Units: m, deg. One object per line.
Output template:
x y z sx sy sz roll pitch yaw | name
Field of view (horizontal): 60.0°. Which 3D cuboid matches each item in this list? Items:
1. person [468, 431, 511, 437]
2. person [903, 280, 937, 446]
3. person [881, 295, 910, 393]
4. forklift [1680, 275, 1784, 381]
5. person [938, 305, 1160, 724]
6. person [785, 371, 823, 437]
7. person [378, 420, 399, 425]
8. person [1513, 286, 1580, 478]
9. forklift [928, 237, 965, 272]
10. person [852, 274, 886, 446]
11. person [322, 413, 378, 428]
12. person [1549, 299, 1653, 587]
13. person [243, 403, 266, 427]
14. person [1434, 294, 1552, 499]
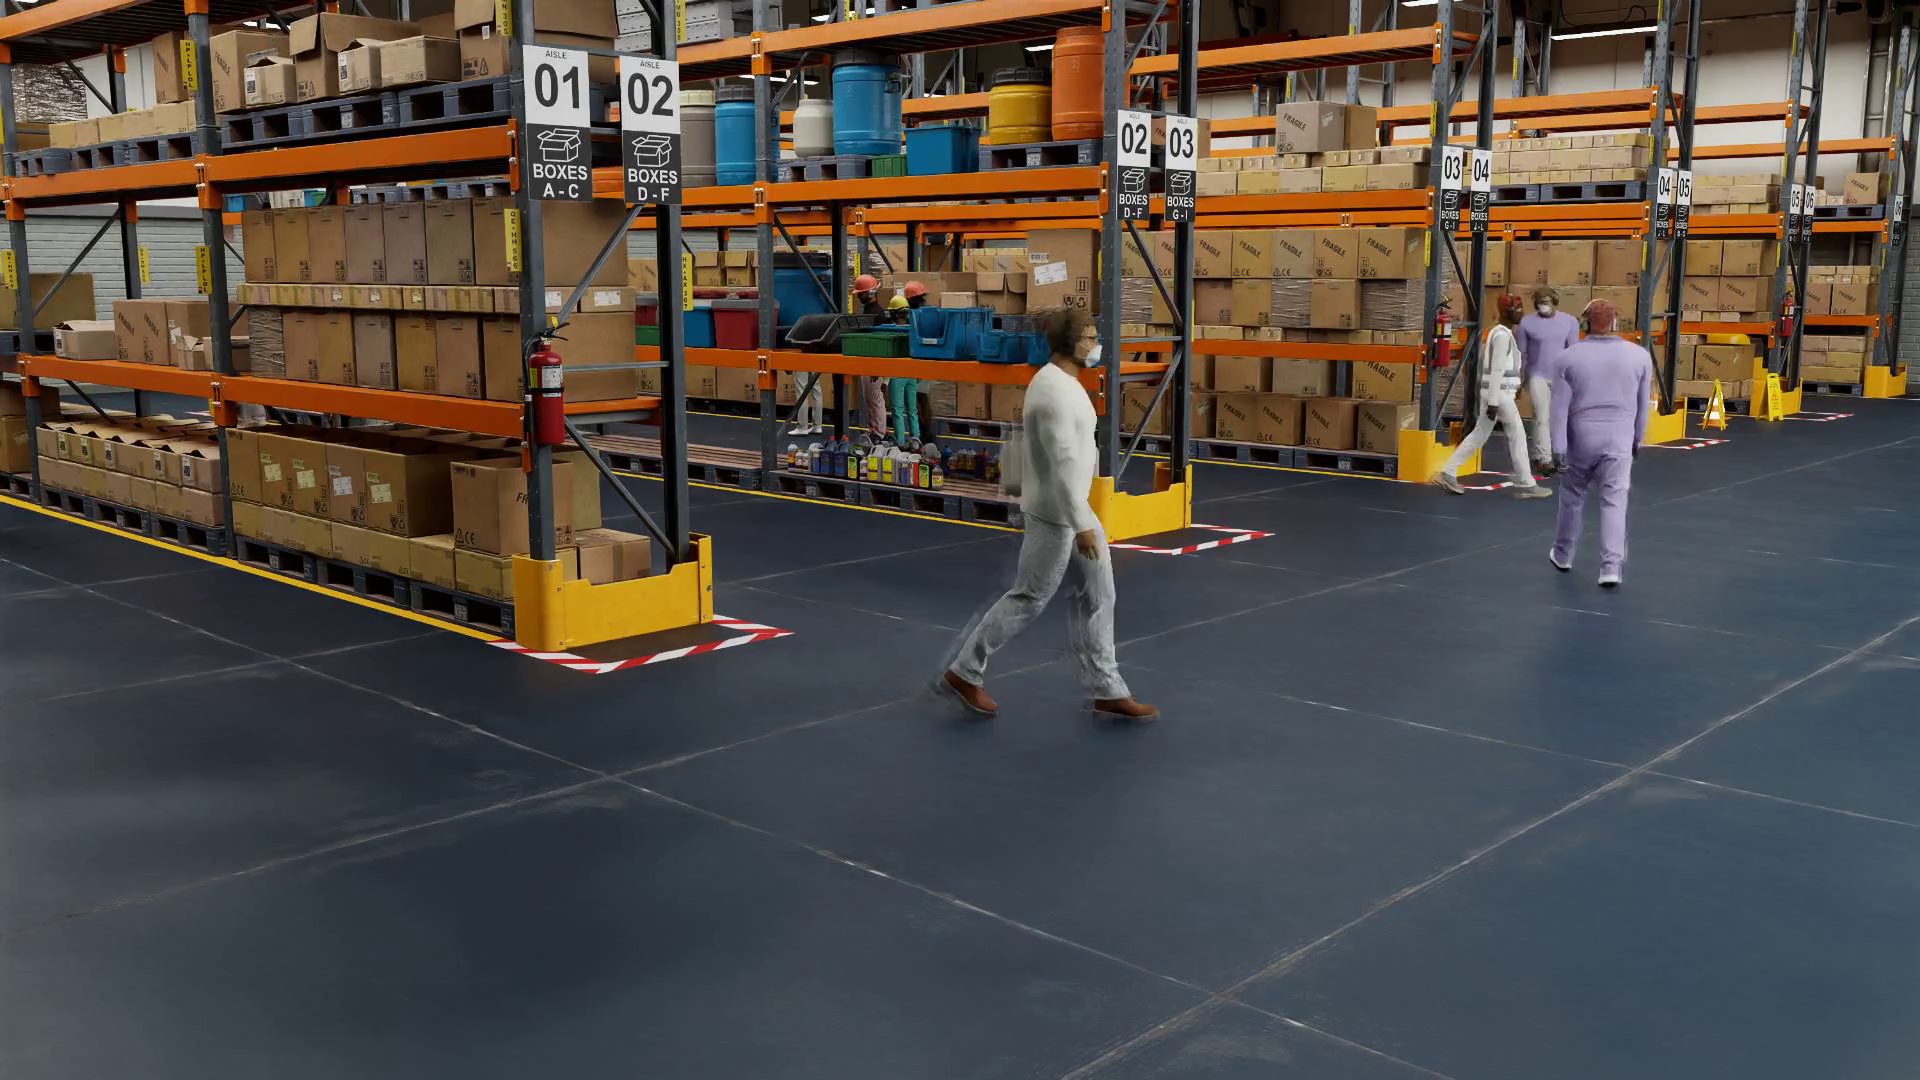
-3.966 -1.124 13.907 0.591 1.834 0.404 -8 12 -41 | person
-0.465 -1.985 18.908 0.390 1.915 0.604 2 9 11 | person
-0.645 -1.732 17.839 0.314 1.769 0.523 8 12 41 | person
12.480 -3.427 27.053 1.214 2.155 2.313 9 13 43 | forklift
0.382 -0.108 7.529 0.991 1.909 0.628 2 10 14 | person
-1.912 -2.244 20.487 0.365 1.928 0.585 9 13 42 | person
-5.942 -1.693 17.307 0.327 1.865 0.518 5 11 29 | person
5.832 -1.576 16.536 0.631 1.884 1.001 0 9 0 | person
-0.326 -5.817 39.609 1.129 2.768 1.873 9 13 43 | forklift
-1.008 -1.961 18.575 0.390 1.986 0.609 -3 10 -18 | person
-5.410 -1.278 14.850 0.599 1.832 0.404 -6 11 -34 | person
4.191 -0.649 10.945 0.644 1.853 1.012 2 9 11 | person
-8.740 -2.219 20.623 0.652 1.829 0.521 -9 13 -42 | person
4.820 -1.303 15.022 1.014 1.839 0.586 2 9 11 | person
